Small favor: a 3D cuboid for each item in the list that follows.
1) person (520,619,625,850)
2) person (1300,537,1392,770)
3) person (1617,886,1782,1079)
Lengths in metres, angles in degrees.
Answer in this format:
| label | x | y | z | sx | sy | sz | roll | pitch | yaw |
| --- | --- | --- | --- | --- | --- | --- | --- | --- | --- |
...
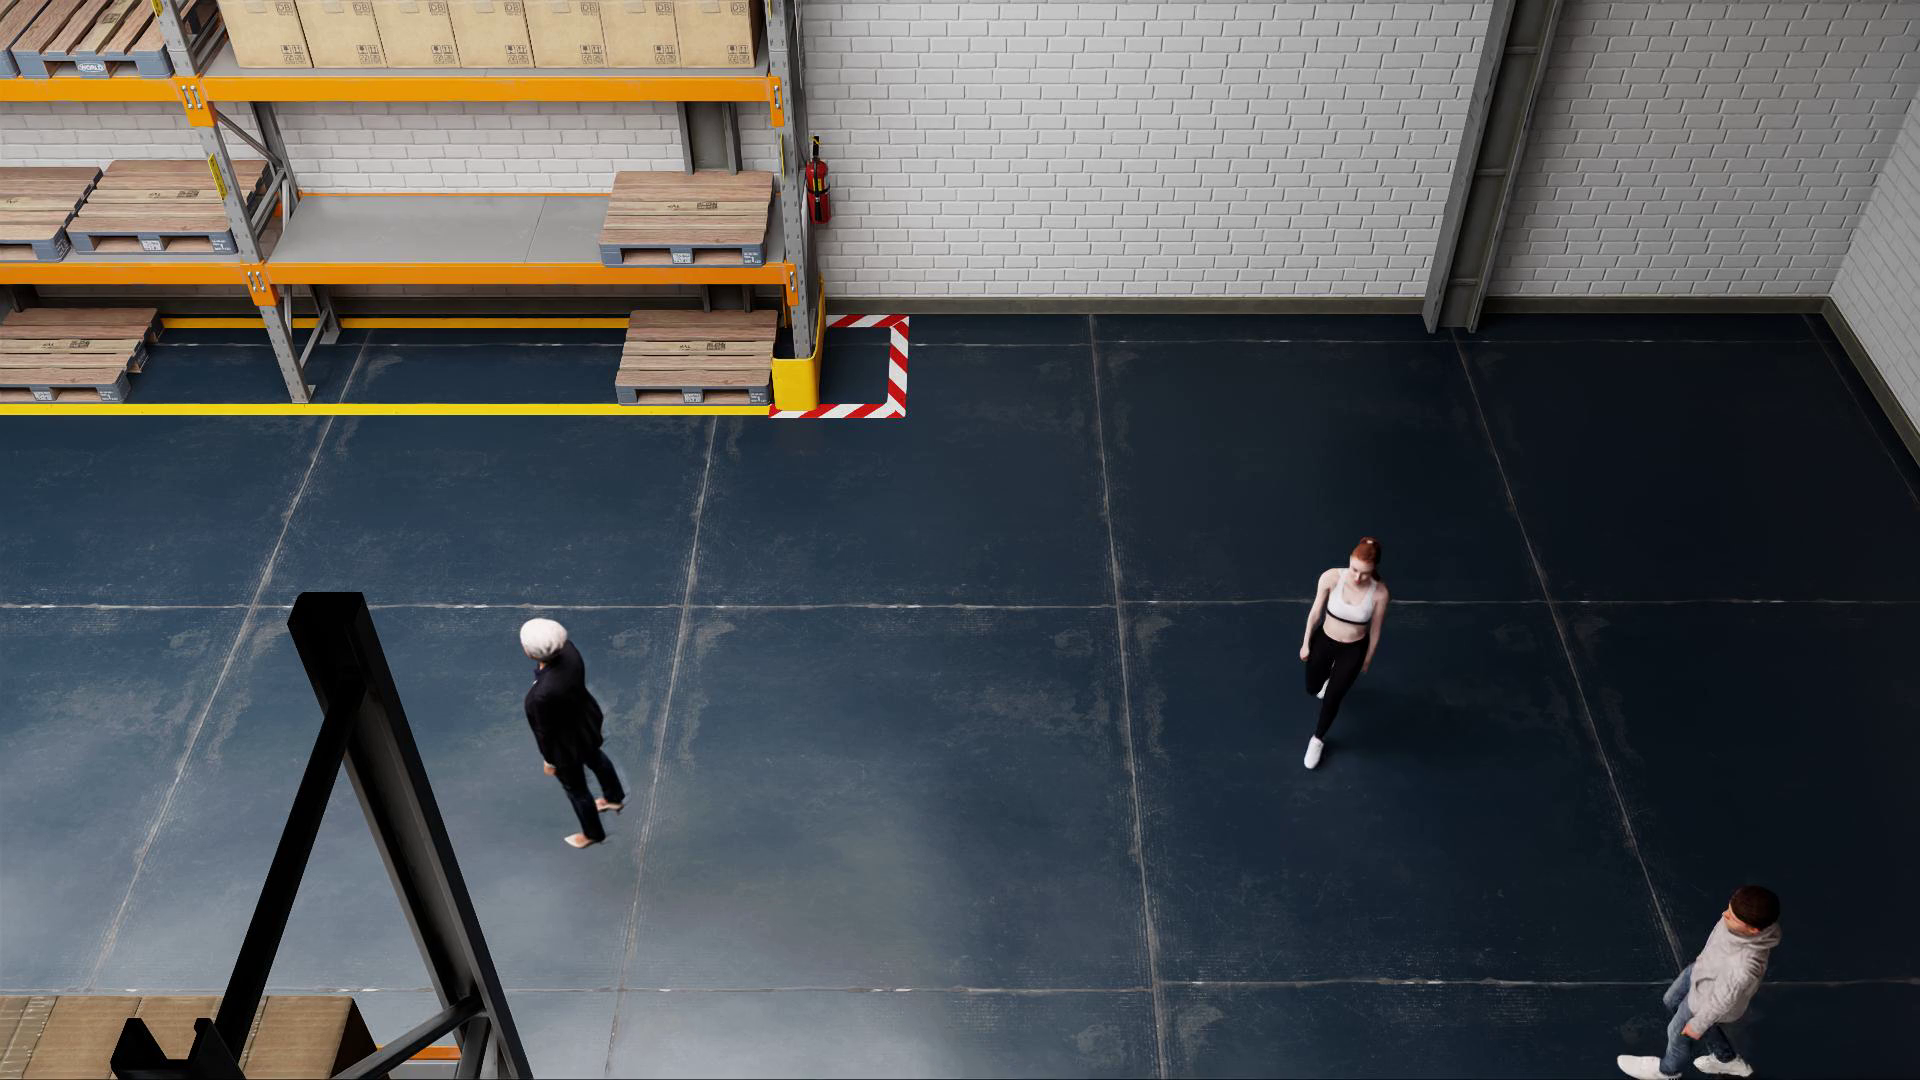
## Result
| label | x | y | z | sx | sy | sz | roll | pitch | yaw |
| --- | --- | --- | --- | --- | --- | --- | --- | --- | --- |
| person | -2.075 | 1.003 | 8.902 | 0.650 | 1.779 | 0.758 | 8 | 44 | 8 |
| person | 2.316 | 0.604 | 10.110 | 0.945 | 1.730 | 0.871 | 16 | 46 | 16 |
| person | 3.839 | 2.291 | 8.268 | 0.983 | 1.829 | 0.886 | 20 | 47 | 19 |
